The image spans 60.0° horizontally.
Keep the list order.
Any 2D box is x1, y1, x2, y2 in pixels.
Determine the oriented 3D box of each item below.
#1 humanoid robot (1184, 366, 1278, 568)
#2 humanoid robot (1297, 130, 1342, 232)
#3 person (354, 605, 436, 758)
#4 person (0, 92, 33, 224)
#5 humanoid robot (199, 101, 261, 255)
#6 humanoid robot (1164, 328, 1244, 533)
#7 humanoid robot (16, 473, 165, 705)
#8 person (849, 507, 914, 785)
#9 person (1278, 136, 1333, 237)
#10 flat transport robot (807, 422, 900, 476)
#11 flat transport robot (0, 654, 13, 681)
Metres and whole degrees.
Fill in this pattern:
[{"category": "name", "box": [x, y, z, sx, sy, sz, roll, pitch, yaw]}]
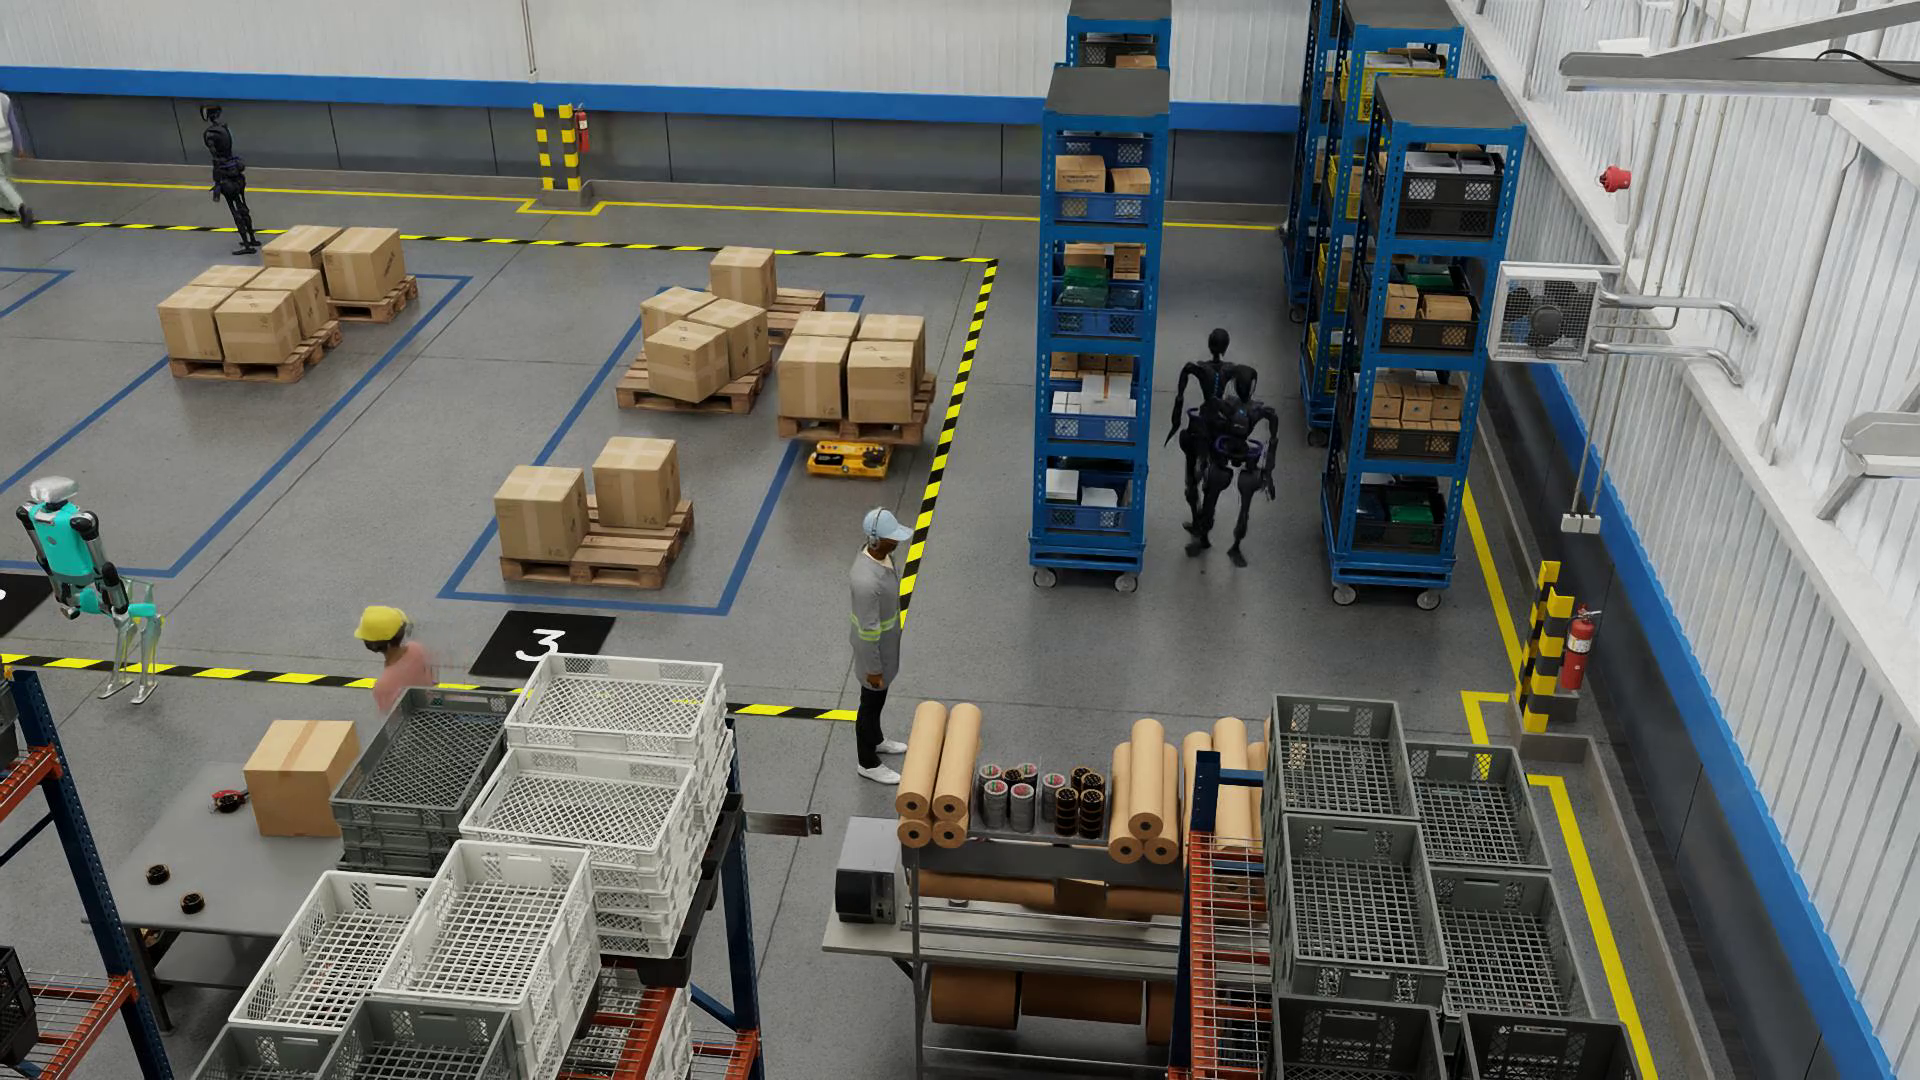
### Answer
[{"category": "humanoid robot", "box": [2.033, -0.543, 12.217, 0.605, 1.642, 0.393, 8, 31, 13]}, {"category": "humanoid robot", "box": [3.849, -3.898, 17.980, 0.591, 1.641, 0.369, 21, 36, 32]}, {"category": "person", "box": [-3.147, 1.103, 9.322, 0.905, 1.717, 0.546, 5, 31, 9]}, {"category": "person", "box": [-10.910, -4.467, 18.819, 0.788, 1.808, 0.590, 17, 34, 26]}, {"category": "humanoid robot", "box": [-7.926, -3.926, 18.002, 0.315, 1.657, 0.599, -1, 30, -2]}, {"category": "humanoid robot", "box": [1.878, -0.830, 12.715, 0.606, 1.670, 0.434, -1, 30, -1]}, {"category": "humanoid robot", "box": [-5.443, 0.254, 10.646, 0.533, 1.675, 0.735, 8, 31, 14]}, {"category": "person", "box": [-0.462, 0.618, 10.038, 0.398, 1.850, 0.596, 3, 30, 5]}, {"category": "person", "box": [3.924, -4.031, 18.062, 0.702, 1.815, 0.570, 4, 30, 7]}, {"category": "flat transport robot", "box": [-0.867, -0.975, 14.320, 0.652, 0.197, 1.431, 3, 30, 6]}, {"category": "flat transport robot", "box": [-7.142, 0.969, 11.010, 1.431, 0.231, 0.659, 3, 30, 6]}]
